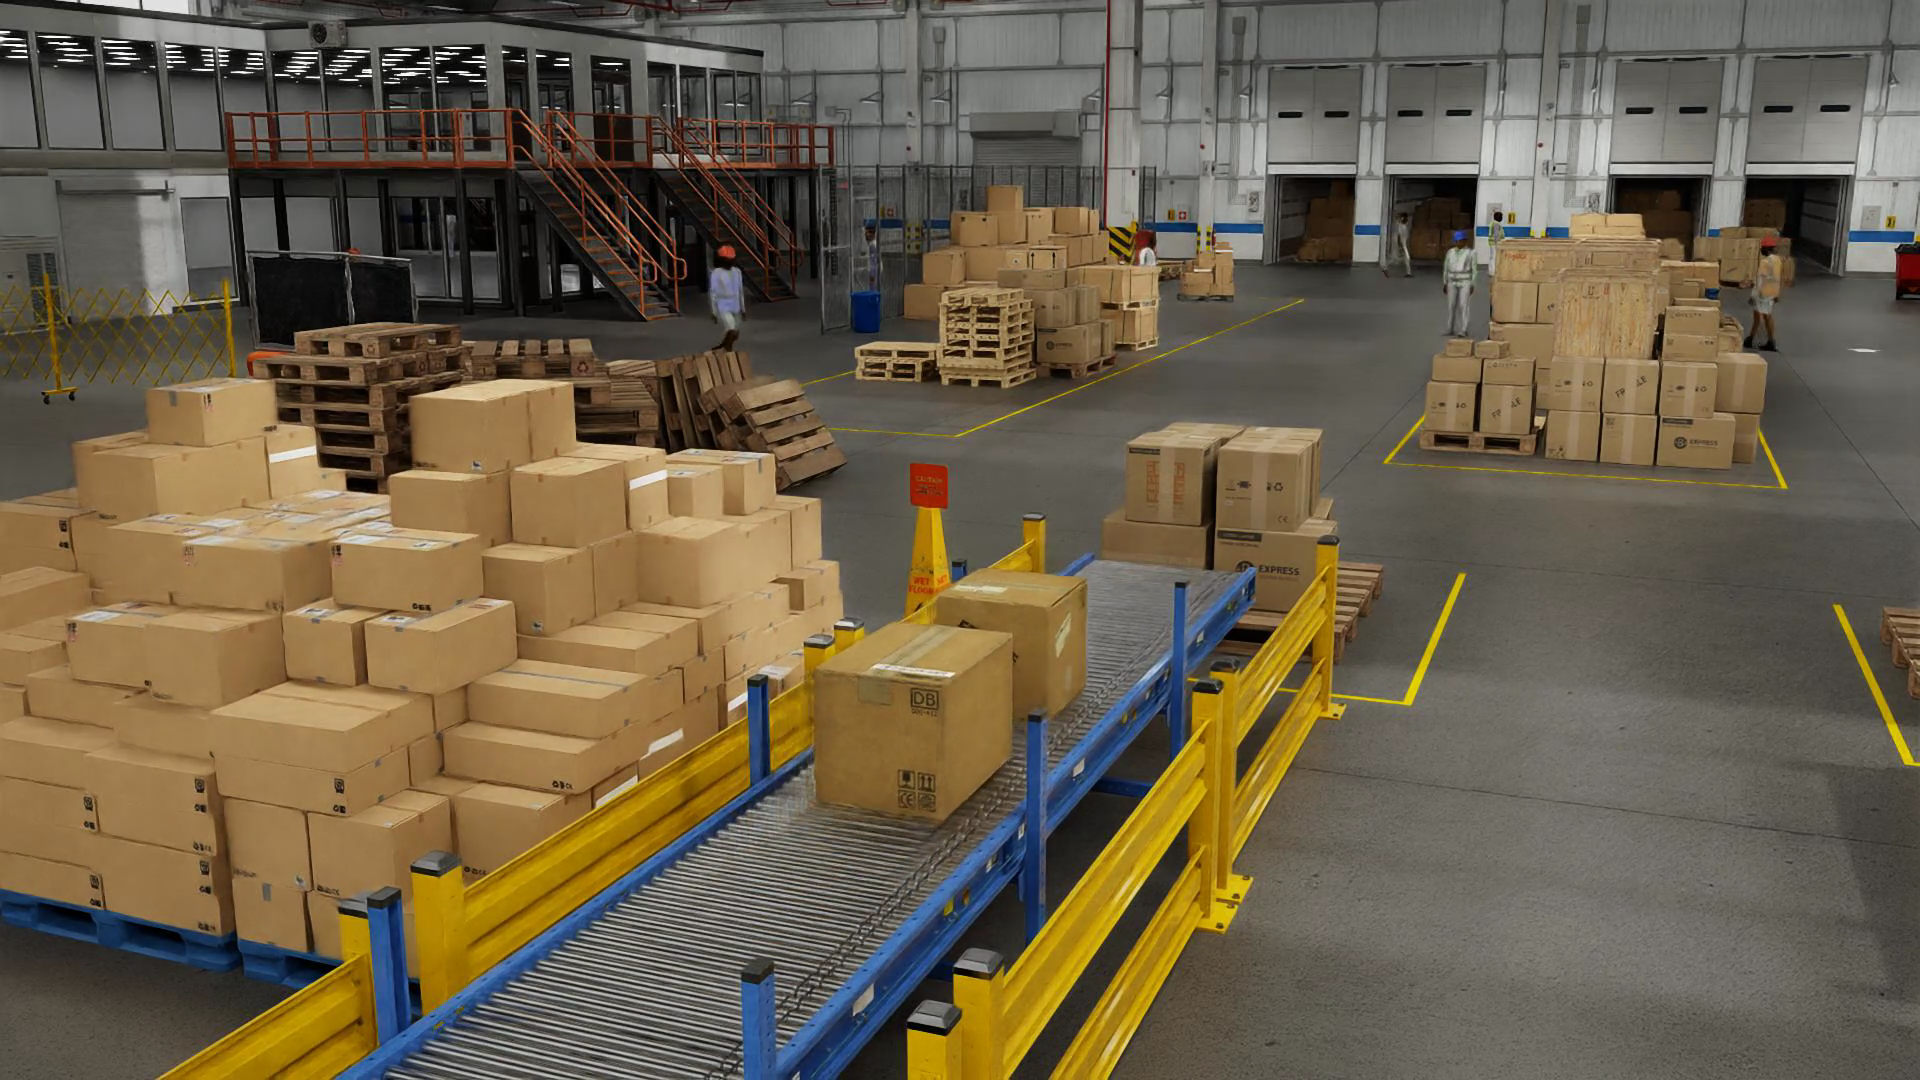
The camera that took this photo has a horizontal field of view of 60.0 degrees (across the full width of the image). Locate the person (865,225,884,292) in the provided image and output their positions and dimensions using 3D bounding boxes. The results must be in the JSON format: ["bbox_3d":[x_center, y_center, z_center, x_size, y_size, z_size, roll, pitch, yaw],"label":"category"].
[{"bbox_3d":[-1.743,-5.425,33.721,0.397,1.911,0.587,0,13,1],"label":"person"}]

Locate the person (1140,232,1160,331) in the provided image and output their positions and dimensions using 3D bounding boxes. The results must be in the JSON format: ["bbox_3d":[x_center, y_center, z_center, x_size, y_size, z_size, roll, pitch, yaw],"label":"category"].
[{"bbox_3d":[3.497,-4.807,31.038,0.475,1.868,0.579,-3,13,-13],"label":"person"}]

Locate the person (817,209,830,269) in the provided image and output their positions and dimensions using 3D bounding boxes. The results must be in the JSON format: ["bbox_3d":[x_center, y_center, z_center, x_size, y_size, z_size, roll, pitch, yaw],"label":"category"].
[{"bbox_3d":[-4.198,-9.181,50.707,0.506,1.847,0.343,-9,15,-35],"label":"person"}]

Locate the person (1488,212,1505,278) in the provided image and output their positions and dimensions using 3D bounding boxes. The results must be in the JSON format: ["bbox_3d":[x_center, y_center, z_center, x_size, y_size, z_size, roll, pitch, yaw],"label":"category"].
[{"bbox_3d":[15.062,-8.288,46.714,0.429,1.844,0.627,2,13,7],"label":"person"}]

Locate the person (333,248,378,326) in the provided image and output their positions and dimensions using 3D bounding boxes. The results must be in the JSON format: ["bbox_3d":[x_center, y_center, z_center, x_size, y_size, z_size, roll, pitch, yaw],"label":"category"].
[{"bbox_3d":[-8.800,-3.297,24.248,0.574,1.876,0.360,-7,14,-27],"label":"person"}]

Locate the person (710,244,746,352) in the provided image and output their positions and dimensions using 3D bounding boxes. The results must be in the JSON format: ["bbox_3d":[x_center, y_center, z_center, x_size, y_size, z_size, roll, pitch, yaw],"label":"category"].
[{"bbox_3d":[-3.510,-3.474,24.947,0.726,1.923,0.552,11,16,40],"label":"person"}]

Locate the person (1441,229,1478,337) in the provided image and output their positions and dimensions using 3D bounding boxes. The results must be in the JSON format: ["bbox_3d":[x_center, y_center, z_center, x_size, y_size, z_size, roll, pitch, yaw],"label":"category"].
[{"bbox_3d":[9.071,-4.666,30.226,0.615,1.945,0.404,12,17,42],"label":"person"}]

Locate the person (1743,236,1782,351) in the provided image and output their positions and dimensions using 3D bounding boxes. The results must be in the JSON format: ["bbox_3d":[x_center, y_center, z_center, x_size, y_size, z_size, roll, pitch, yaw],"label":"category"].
[{"bbox_3d":[13.407,-4.137,27.935,0.577,1.904,0.860,-11,17,-41],"label":"person"}]

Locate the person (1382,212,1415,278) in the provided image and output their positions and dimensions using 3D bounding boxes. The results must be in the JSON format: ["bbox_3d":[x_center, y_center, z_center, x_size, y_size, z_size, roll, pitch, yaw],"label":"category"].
[{"bbox_3d":[12.373,-8.307,46.824,0.519,1.837,0.911,-11,17,-41],"label":"person"}]
